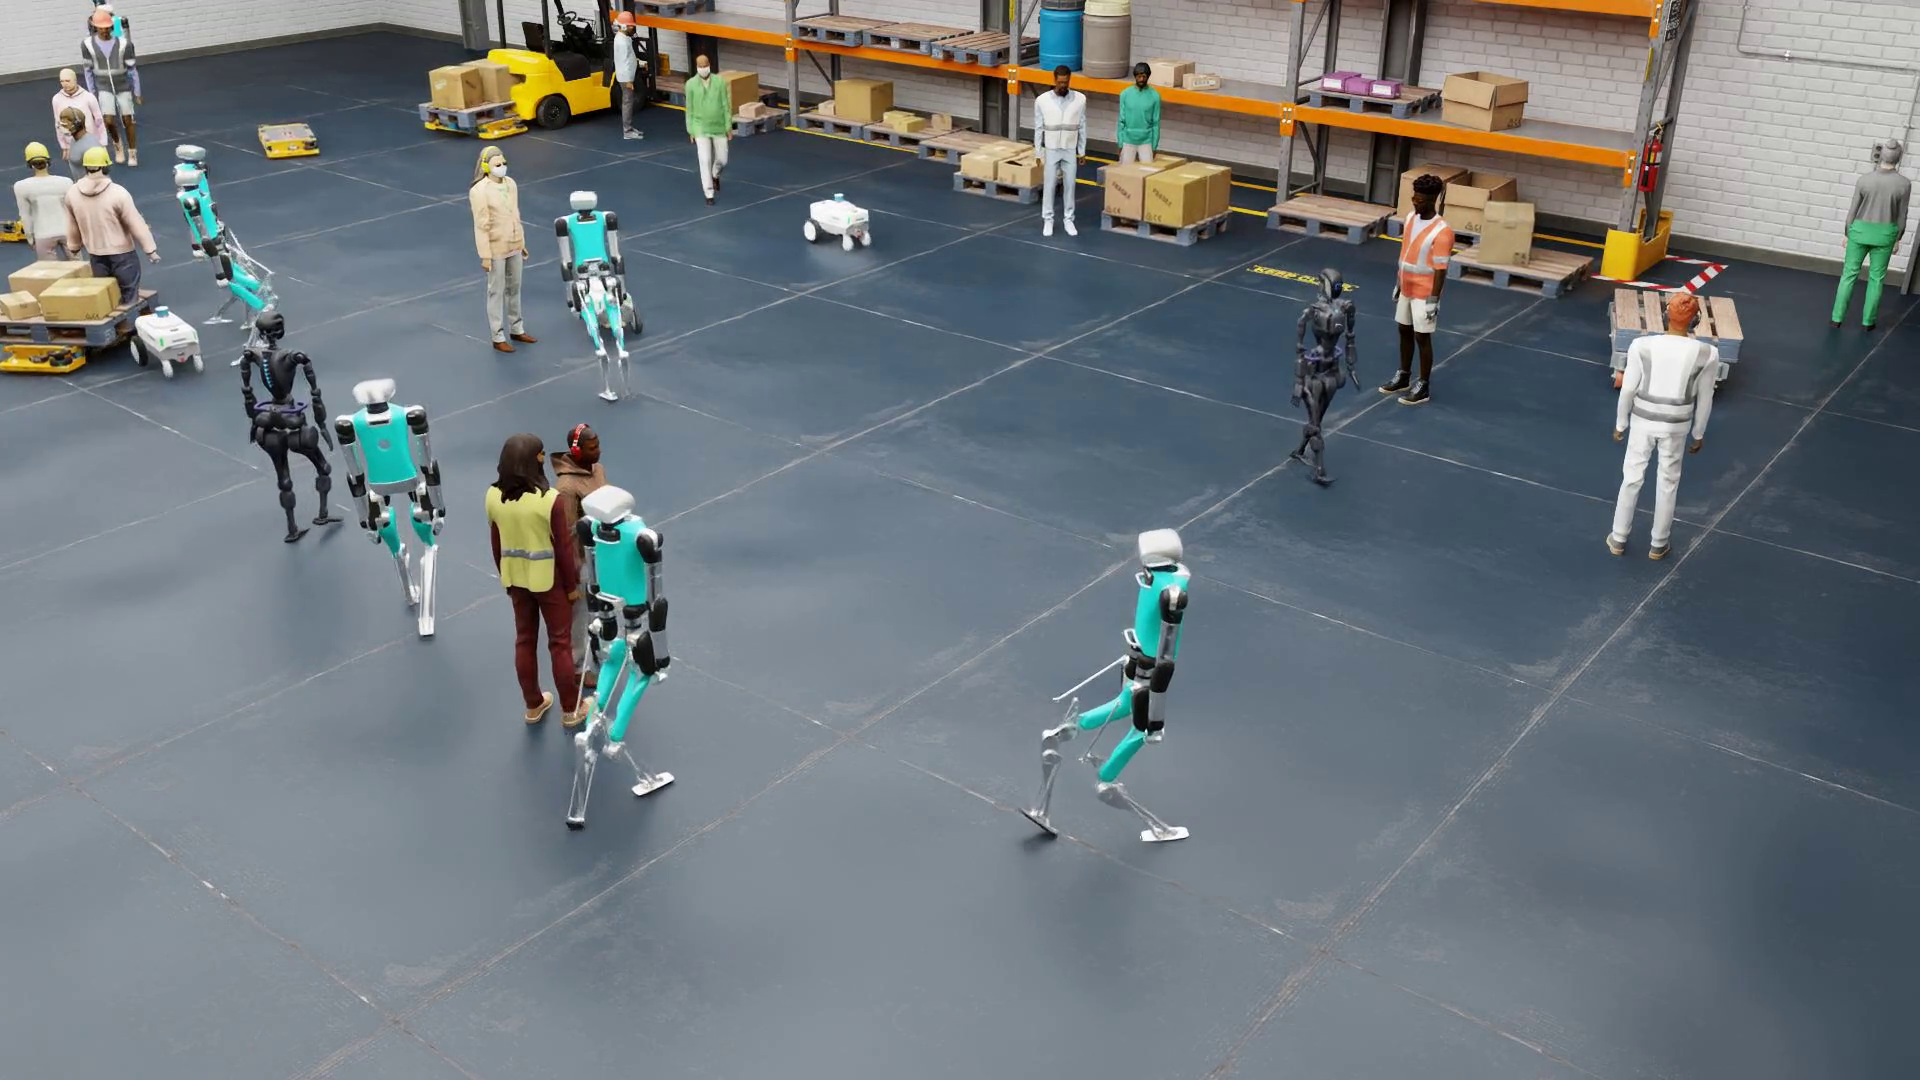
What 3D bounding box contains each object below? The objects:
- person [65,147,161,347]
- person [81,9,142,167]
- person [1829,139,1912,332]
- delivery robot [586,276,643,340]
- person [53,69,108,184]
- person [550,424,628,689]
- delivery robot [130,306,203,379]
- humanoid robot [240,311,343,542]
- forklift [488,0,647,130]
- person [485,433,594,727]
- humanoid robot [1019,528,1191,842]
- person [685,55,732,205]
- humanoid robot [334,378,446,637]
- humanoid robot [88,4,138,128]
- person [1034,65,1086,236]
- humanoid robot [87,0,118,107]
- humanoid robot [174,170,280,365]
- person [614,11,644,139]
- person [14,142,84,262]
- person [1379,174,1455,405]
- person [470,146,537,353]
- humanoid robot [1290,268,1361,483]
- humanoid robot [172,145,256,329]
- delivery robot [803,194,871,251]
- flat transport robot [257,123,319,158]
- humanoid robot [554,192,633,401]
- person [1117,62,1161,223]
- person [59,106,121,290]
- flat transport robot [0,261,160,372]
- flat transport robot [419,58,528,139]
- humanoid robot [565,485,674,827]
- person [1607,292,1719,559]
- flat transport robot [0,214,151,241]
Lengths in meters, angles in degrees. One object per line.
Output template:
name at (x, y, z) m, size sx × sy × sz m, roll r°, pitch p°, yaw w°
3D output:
person at (-7.795, -2.661, 15.262) m, size 0.821 × 1.854 × 0.434 m, roll 1°, pitch 26°, yaw 1°
person at (-11.057, -5.888, 21.740) m, size 0.644 × 2.027 × 0.445 m, roll -10°, pitch 27°, yaw -20°
person at (8.646, -2.888, 15.748) m, size 0.511 × 1.839 × 0.340 m, roll 14°, pitch 29°, yaw 26°
delivery robot at (-3.380, -2.253, 15.929) m, size 0.499 × 0.613 × 0.817 m, roll -12°, pitch 28°, yaw -24°
person at (-10.131, -4.553, 19.258) m, size 0.522 × 1.783 × 0.407 m, roll -6°, pitch 26°, yaw -11°
person at (-2.200, 0.079, 9.827) m, size 0.308 × 1.647 × 0.462 m, roll 10°, pitch 28°, yaw 20°
delivery robot at (-7.133, -1.809, 14.978) m, size 0.499 × 0.586 × 0.782 m, roll -21°, pitch 33°, yaw -36°
humanoid robot at (-4.719, -0.802, 11.613) m, size 0.603 × 1.652 × 0.387 m, roll 3°, pitch 26°, yaw 6°
forklift at (-5.874, -7.334, 24.552) m, size 1.214 × 2.155 × 2.313 m, roll 19°, pitch 32°, yaw 34°
person at (-2.375, 0.245, 9.335) m, size 0.466 × 1.773 × 0.379 m, roll 7°, pitch 27°, yaw 14°
humanoid robot at (0.666, 0.790, 8.291) m, size 1.016 × 1.770 × 0.546 m, roll -2°, pitch 26°, yaw -4°
person at (-3.053, -5.010, 20.228) m, size 0.553 × 1.762 × 0.663 m, roll -8°, pitch 27°, yaw -15°
humanoid robot at (-3.499, -0.227, 10.438) m, size 0.558 × 1.850 × 0.855 m, roll -6°, pitch 27°, yaw -13°
humanoid robot at (-12.242, -6.832, 24.092) m, size 0.544 × 1.840 × 0.753 m, roll -19°, pitch 32°, yaw -34°
person at (1.130, -4.405, 18.814) m, size 0.595 × 1.909 × 0.410 m, roll -4°, pitch 26°, yaw -8°
humanoid robot at (-13.066, -7.482, 25.443) m, size 0.376 × 1.642 × 0.610 m, roll 9°, pitch 27°, yaw 18°
humanoid robot at (-6.491, -2.464, 14.991) m, size 0.787 × 1.775 × 0.530 m, roll -9°, pitch 27°, yaw -19°
person at (-4.671, -6.543, 23.429) m, size 0.352 × 1.740 × 0.571 m, roll -6°, pitch 26°, yaw -12°
person at (-8.638, -2.908, 15.888) m, size 0.521 × 1.759 × 0.360 m, roll -17°, pitch 30°, yaw -31°
person at (3.866, -2.115, 14.018) m, size 0.369 × 1.958 × 0.596 m, roll -8°, pitch 27°, yaw -16°
person at (-4.218, -2.677, 15.270) m, size 0.392 × 1.875 × 0.565 m, roll 13°, pitch 29°, yaw 25°
humanoid robot at (2.796, -1.257, 12.589) m, size 0.601 × 1.631 × 0.735 m, roll -13°, pitch 29°, yaw -25°
humanoid robot at (-6.946, -2.851, 15.830) m, size 0.879 × 1.794 × 0.581 m, roll 1°, pitch 26°, yaw 1°
delivery robot at (-1.367, -3.575, 18.668) m, size 0.499 × 0.614 × 0.815 m, roll -23°, pitch 34°, yaw -39°
flat transport robot at (-9.314, -5.537, 23.038) m, size 0.659 × 0.231 × 1.431 m, roll -12°, pitch 28°, yaw -23°
humanoid robot at (-3.032, -1.957, 14.019) m, size 0.540 × 1.836 × 0.809 m, roll -10°, pitch 28°, yaw -20°
person at (2.072, -4.612, 19.315) m, size 0.496 × 1.843 × 0.404 m, roll 5°, pitch 26°, yaw 9°
person at (-8.638, -3.370, 16.648) m, size 0.364 × 1.933 × 0.631 m, roll -16°, pitch 30°, yaw -30°
flat transport robot at (-8.217, -1.875, 15.453) m, size 0.659 × 0.231 × 1.431 m, roll 2°, pitch 26°, yaw 4°
flat transport robot at (-6.984, -6.008, 24.014) m, size 1.431 × 0.231 × 0.659 m, roll 16°, pitch 30°, yaw 30°
humanoid robot at (-1.877, 0.693, 8.537) m, size 0.560 × 1.864 × 0.825 m, roll 16°, pitch 30°, yaw 30°
person at (4.757, -0.767, 11.303) m, size 0.582 × 1.882 × 0.346 m, roll 9°, pitch 27°, yaw 18°
flat transport robot at (-10.066, -3.553, 18.928) m, size 1.431 × 0.231 × 0.659 m, roll 4°, pitch 26°, yaw 8°
